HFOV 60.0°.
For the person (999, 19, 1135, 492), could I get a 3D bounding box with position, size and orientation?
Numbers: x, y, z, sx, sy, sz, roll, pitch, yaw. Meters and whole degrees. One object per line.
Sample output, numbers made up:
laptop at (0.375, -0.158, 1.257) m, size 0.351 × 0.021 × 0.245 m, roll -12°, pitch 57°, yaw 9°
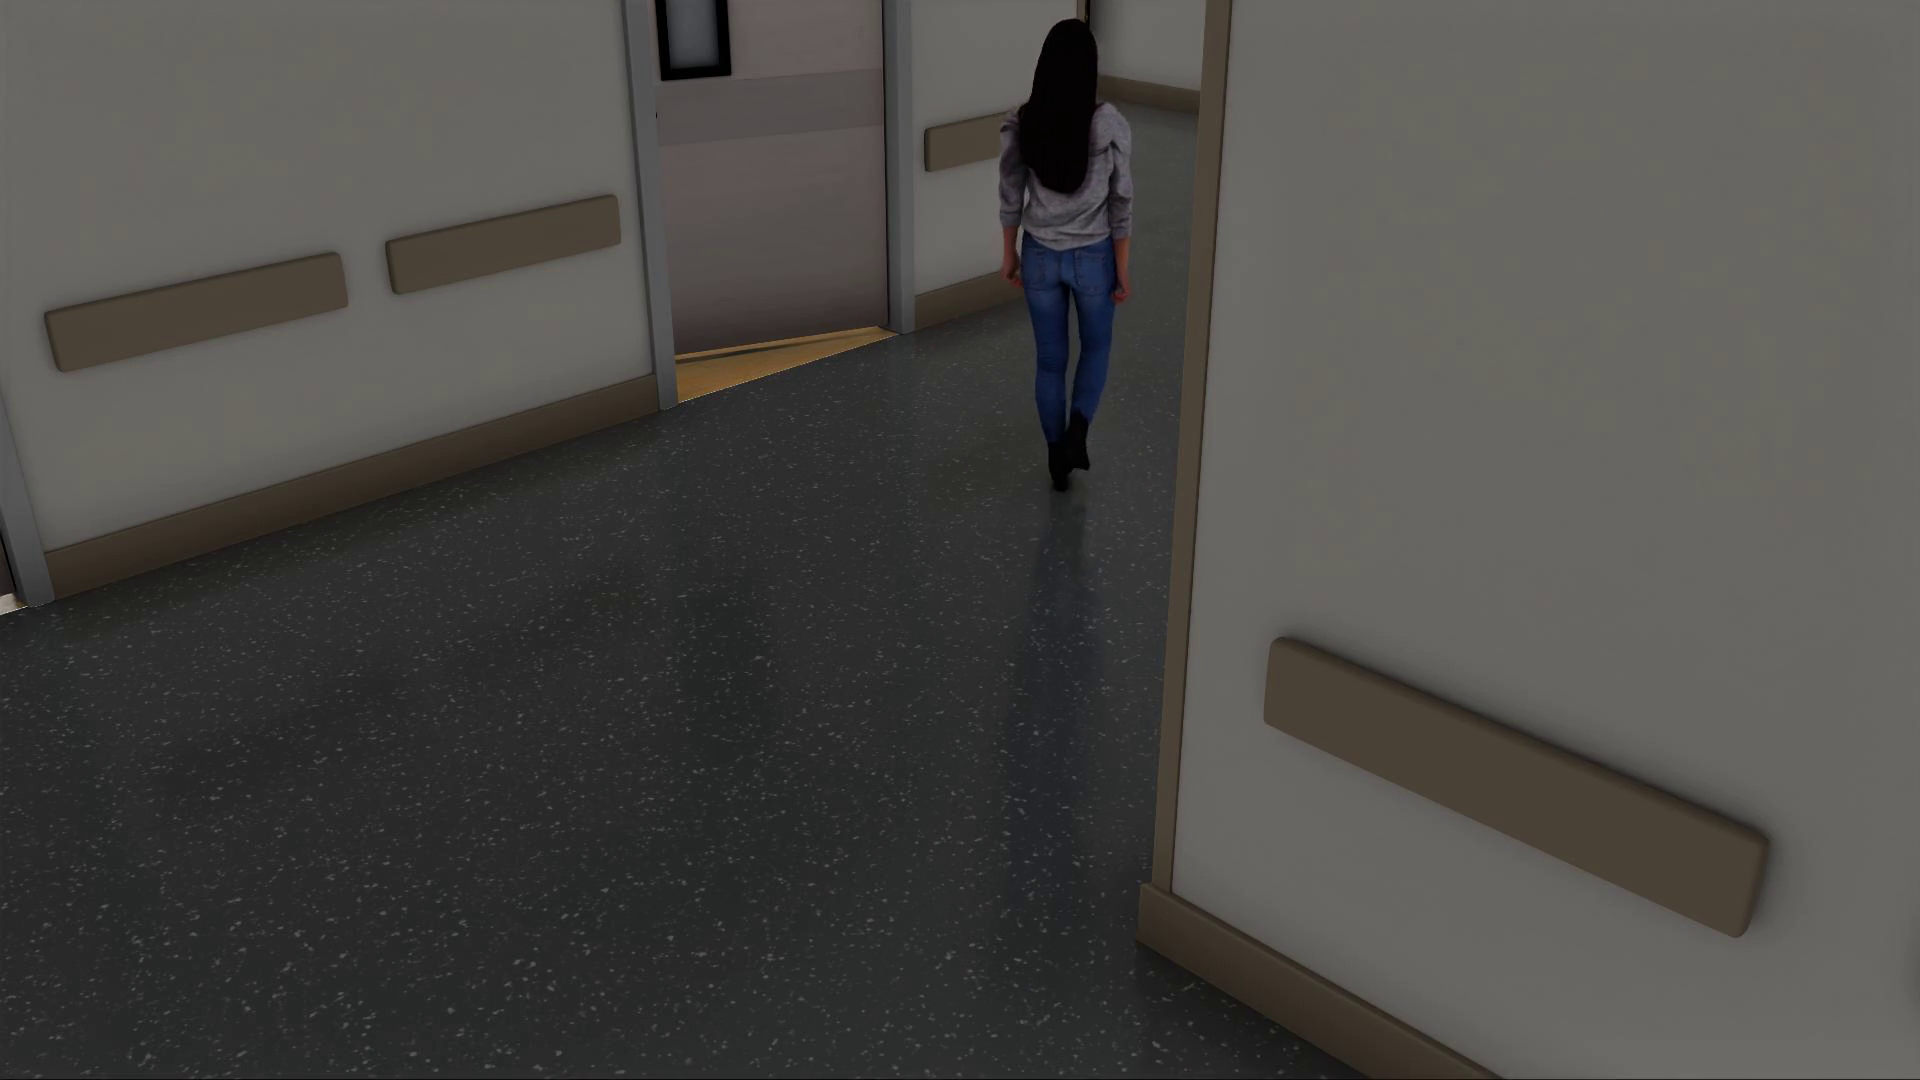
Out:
person at (0.360, -0.878, 5.664) m, size 0.734 × 1.547 × 0.774 m, roll 4°, pitch 26°, yaw 8°
